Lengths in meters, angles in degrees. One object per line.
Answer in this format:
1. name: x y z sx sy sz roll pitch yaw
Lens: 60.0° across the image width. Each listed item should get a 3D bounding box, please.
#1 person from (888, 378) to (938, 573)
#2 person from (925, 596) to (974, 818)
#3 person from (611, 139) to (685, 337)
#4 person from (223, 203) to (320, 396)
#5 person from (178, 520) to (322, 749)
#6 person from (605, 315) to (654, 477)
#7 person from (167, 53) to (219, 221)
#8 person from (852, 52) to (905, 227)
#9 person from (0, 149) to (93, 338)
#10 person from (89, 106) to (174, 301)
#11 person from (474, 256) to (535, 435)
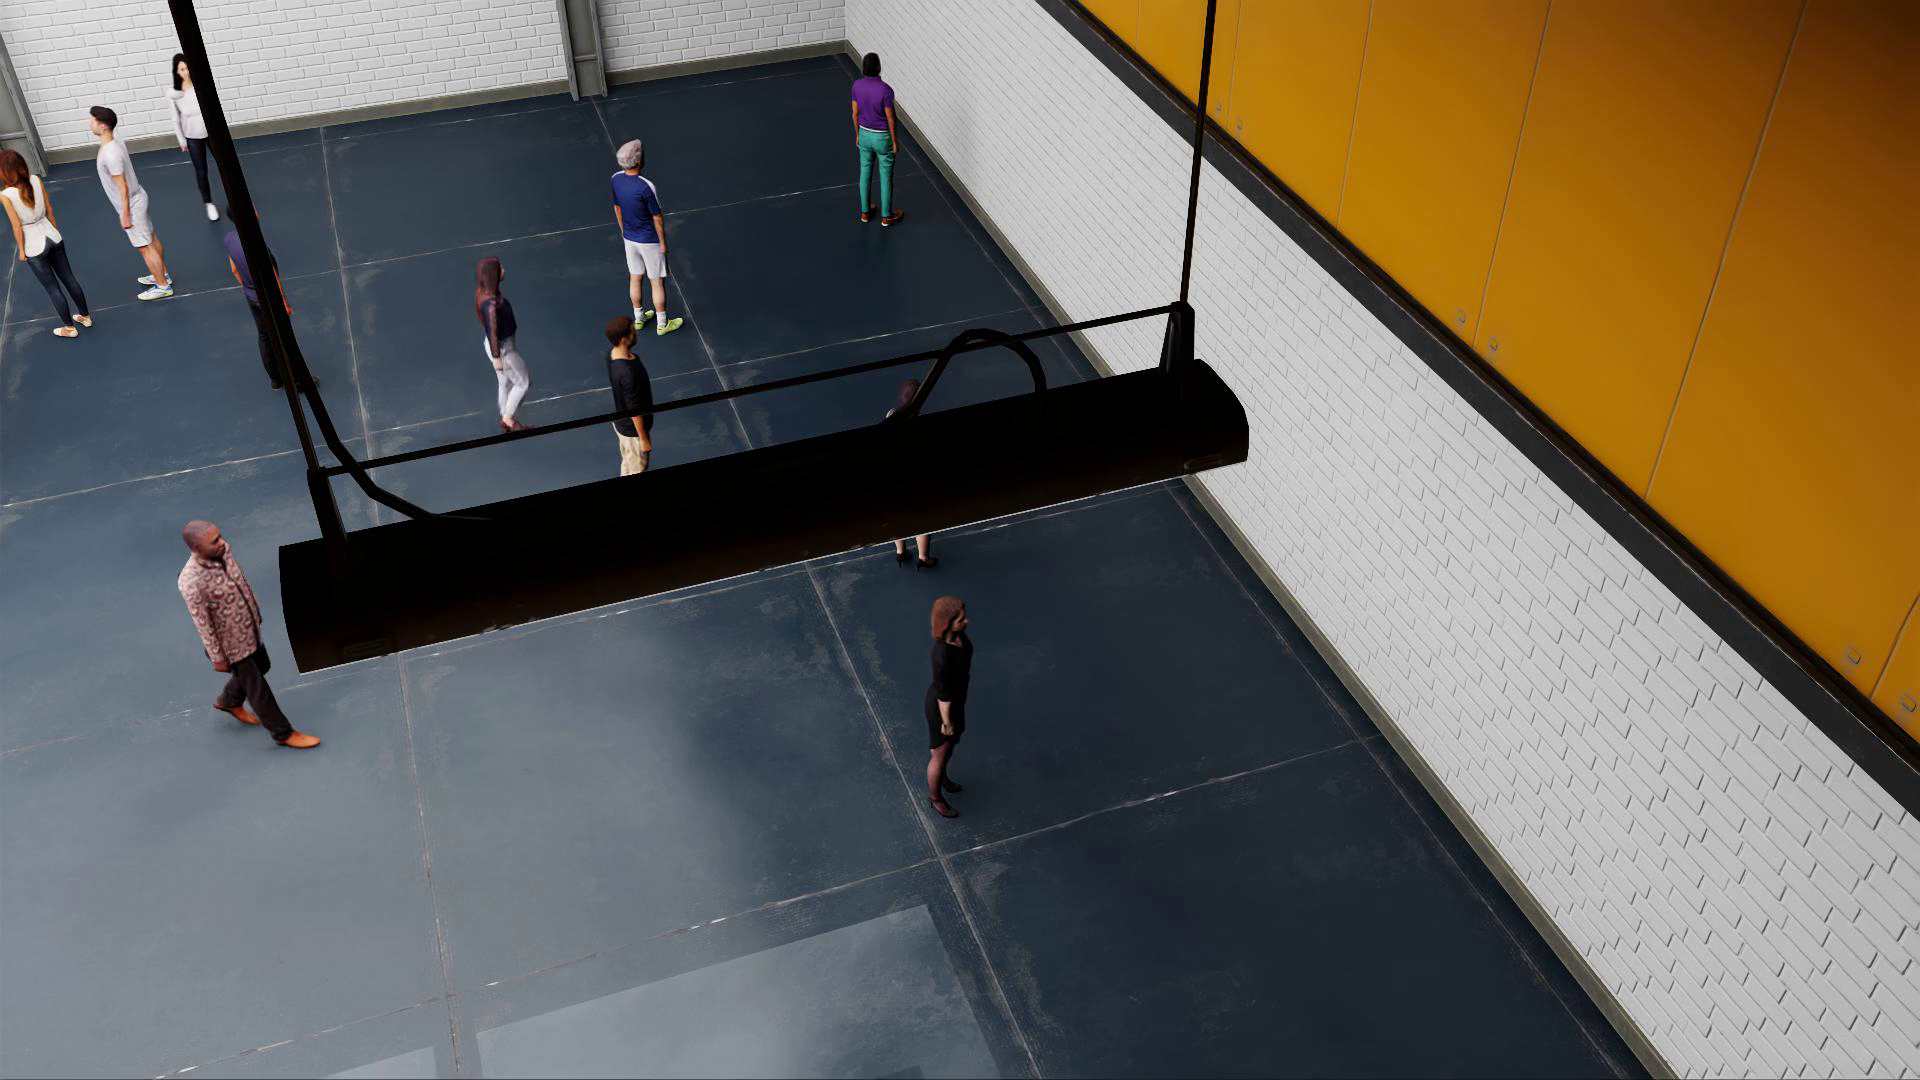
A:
1. person: -0.348 -0.467 12.119 0.631 1.648 0.686 17 42 20
2. person: -0.085 1.006 10.230 0.657 1.704 0.660 5 39 7
3. person: -2.810 -2.679 14.736 0.720 1.839 0.772 18 42 21
4. person: -5.854 -2.037 13.969 0.718 1.793 0.756 20 43 23
5. person: -4.717 0.592 10.672 1.133 1.799 0.967 3 39 4
6. person: -2.458 -0.853 12.440 0.568 1.851 0.647 -16 41 -19
7. person: -7.525 -4.022 16.531 0.509 1.698 0.704 -19 43 -23
8. person: -0.831 -3.958 16.396 0.723 1.766 0.784 16 41 19
9. person: -8.106 -2.620 14.706 0.714 1.785 0.660 15 41 18
10. person: -7.605 -3.102 15.253 0.564 1.855 0.676 -11 40 -14
11. person: -3.780 -1.533 13.502 0.553 1.588 0.639 -9 40 -12
